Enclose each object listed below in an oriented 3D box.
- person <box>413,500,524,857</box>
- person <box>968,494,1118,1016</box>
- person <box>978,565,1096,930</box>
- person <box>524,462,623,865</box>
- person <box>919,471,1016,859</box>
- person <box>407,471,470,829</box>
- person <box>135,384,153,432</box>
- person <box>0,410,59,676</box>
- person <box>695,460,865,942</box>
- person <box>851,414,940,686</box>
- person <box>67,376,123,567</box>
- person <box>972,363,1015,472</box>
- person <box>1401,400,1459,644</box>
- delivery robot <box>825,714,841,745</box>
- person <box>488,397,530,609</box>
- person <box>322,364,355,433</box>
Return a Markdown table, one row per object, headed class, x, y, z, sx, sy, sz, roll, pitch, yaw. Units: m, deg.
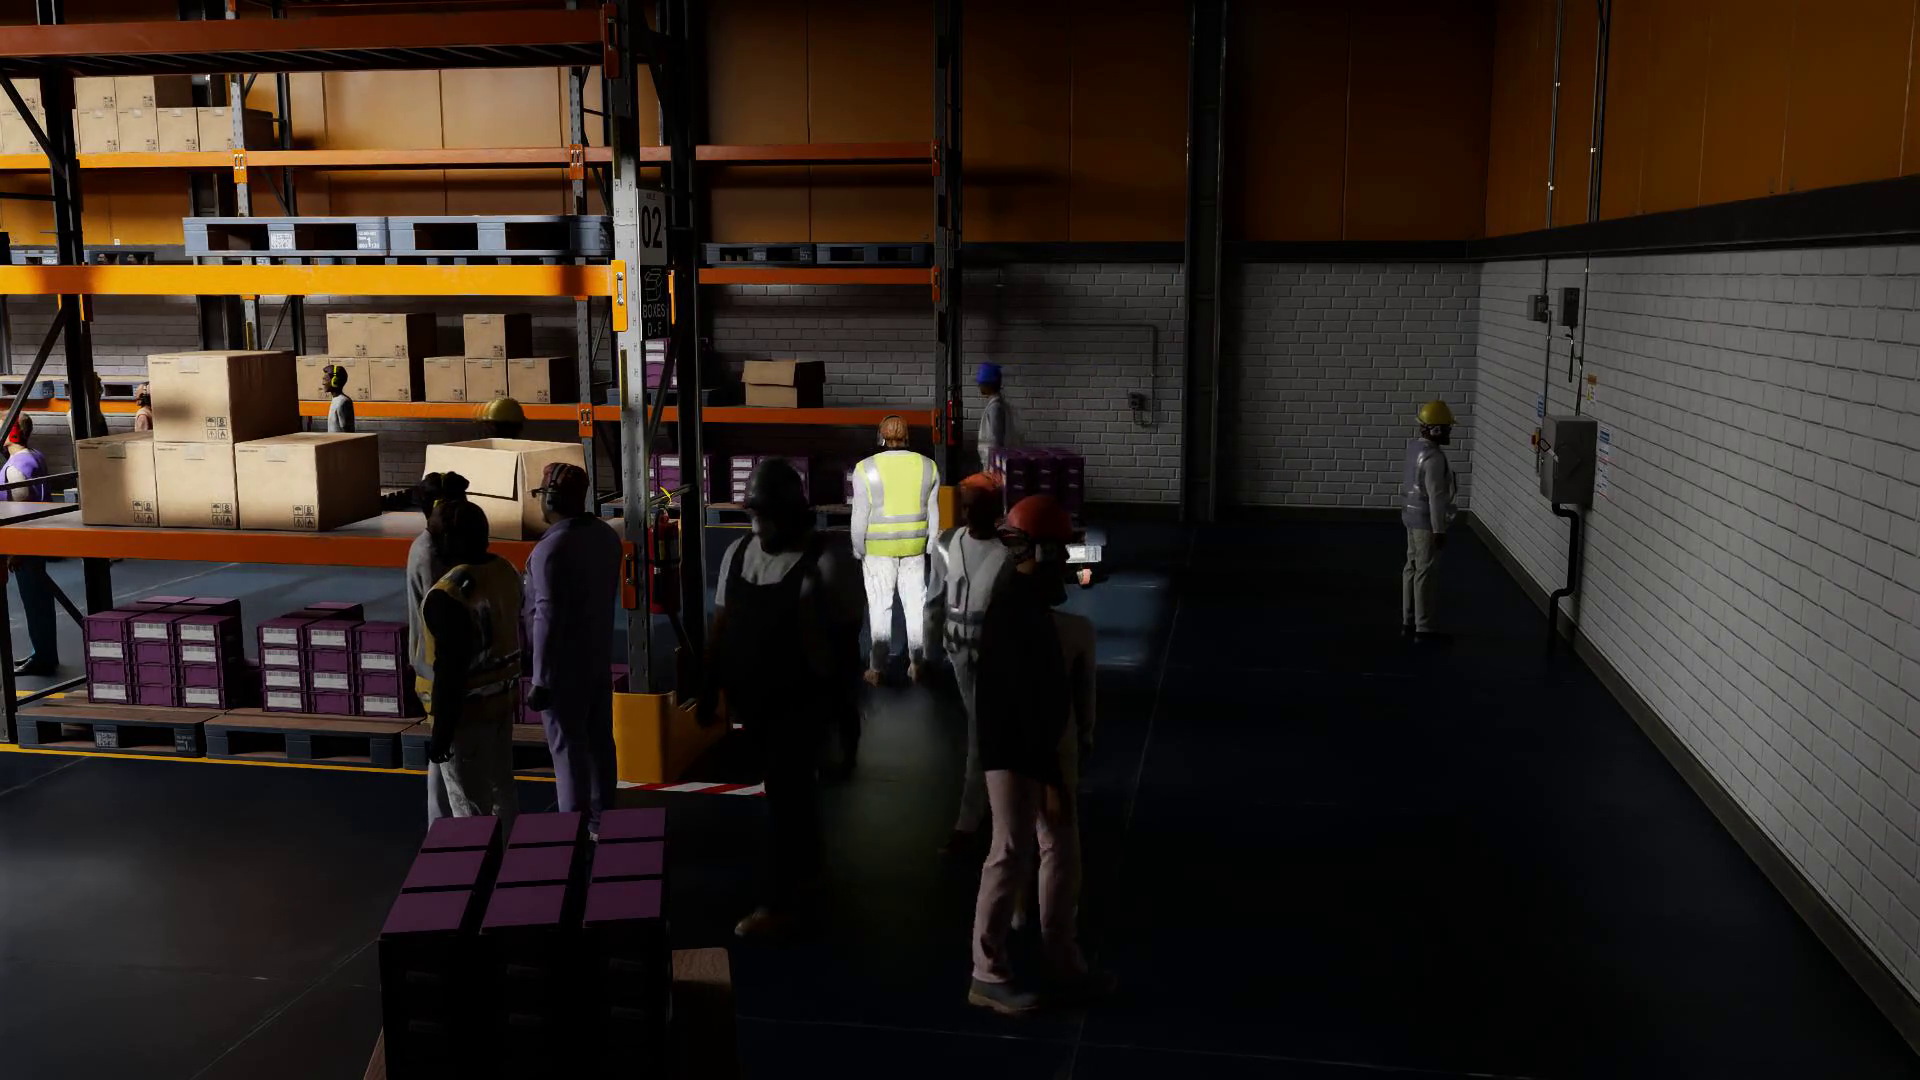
| class | x | y | z | sx | sy | sz | roll | pitch | yaw |
| --- | --- | --- | --- | --- | --- | --- | --- | --- | --- |
| person | -2.103 | 0.739 | 7.123 | 0.429 | 1.843 | 0.627 | 1 | 9 | 9 |
| person | 0.292 | 0.820 | 6.222 | 0.573 | 1.965 | 0.710 | 1 | 9 | 9 |
| person | 0.330 | 0.847 | 7.089 | 0.508 | 1.631 | 0.265 | -2 | 9 | -12 |
| person | -1.854 | 0.583 | 7.885 | 0.409 | 1.909 | 0.642 | 3 | 10 | 16 |
| person | 0.132 | 0.566 | 8.253 | 0.557 | 1.844 | 0.974 | 6 | 11 | 33 |
| person | -2.444 | 0.598 | 7.958 | 0.356 | 1.858 | 0.513 | -3 | 10 | -16 |
| person | -8.431 | -0.808 | 17.337 | 0.309 | 1.641 | 0.512 | -3 | 10 | -20 |
| person | -6.490 | 0.014 | 11.590 | 0.390 | 1.850 | 0.565 | -3 | 10 | -19 |
| person | -0.835 | 0.644 | 7.086 | 0.698 | 2.000 | 0.879 | 7 | 12 | 38 |
| person | -0.448 | 0.069 | 11.273 | 0.636 | 1.842 | 0.429 | -4 | 10 | -21 |
| person | -8.251 | -0.667 | 15.832 | 0.331 | 1.843 | 0.520 | -1 | 9 | -5 |
| person | 0.425 | -0.773 | 16.251 | 0.680 | 1.925 | 0.620 | 1 | 9 | 4 |
| person | 3.555 | -0.141 | 12.598 | 0.404 | 1.835 | 0.590 | 0 | 9 | -2 |
| delivery robot | -0.873 | 0.964 | 9.392 | 0.477 | 0.478 | 0.707 | 1 | 9 | 9 |
| person | -3.350 | -0.090 | 12.064 | 0.789 | 1.906 | 0.596 | -1 | 9 | -6 |
| person | -6.240 | -0.826 | 16.749 | 0.328 | 1.868 | 0.517 | -3 | 10 | -19 |
